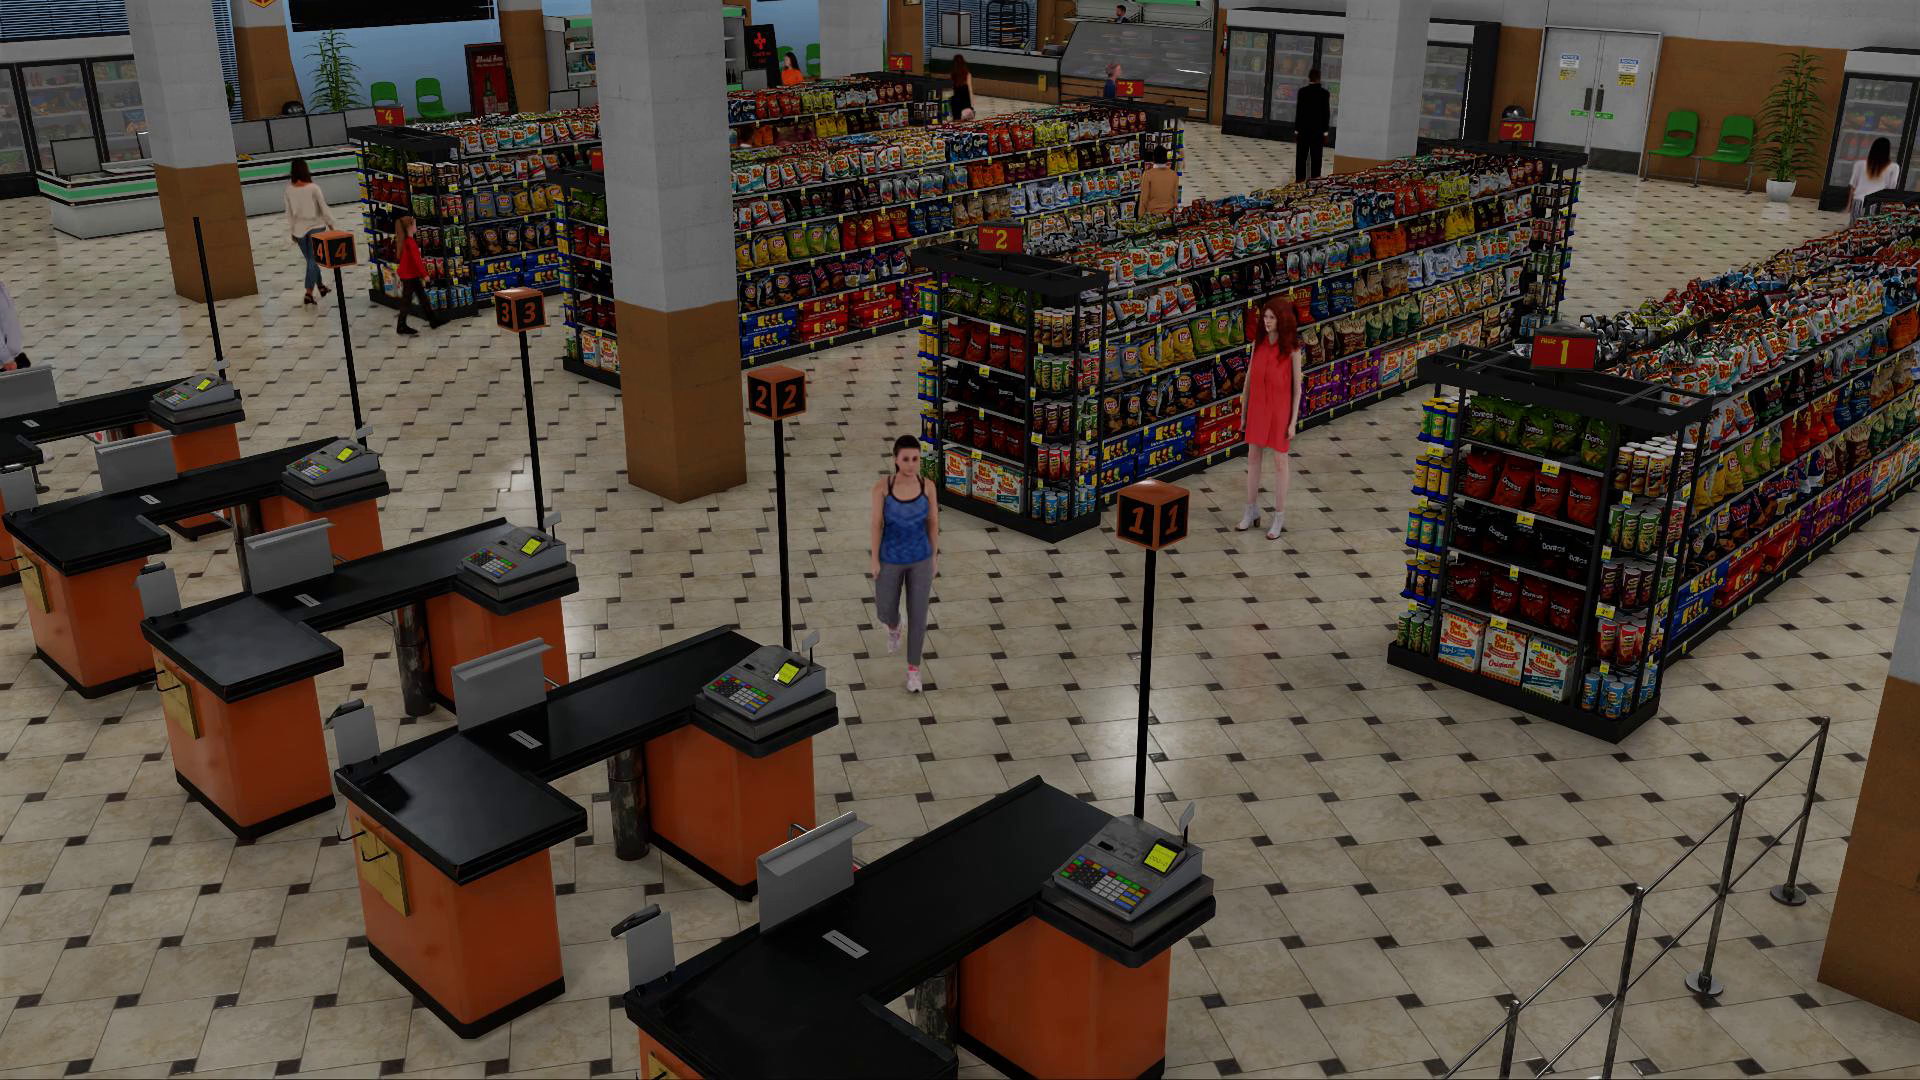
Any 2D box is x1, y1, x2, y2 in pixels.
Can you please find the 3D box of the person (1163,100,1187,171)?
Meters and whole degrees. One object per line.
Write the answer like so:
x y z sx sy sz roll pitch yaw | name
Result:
3.020 -5.492 24.037 1.087 1.655 1.079 -2 22 -6 | person

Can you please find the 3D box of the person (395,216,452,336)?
-6.001 -2.847 17.986 0.881 1.257 0.702 -7 23 -18 | person

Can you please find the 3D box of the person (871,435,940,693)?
-0.348 0.114 10.158 0.885 1.600 0.913 -3 22 -6 | person

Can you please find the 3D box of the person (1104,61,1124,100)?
2.371 -6.813 27.107 1.226 1.816 1.246 3 22 7 | person

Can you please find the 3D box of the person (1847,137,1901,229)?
11.268 -4.137 20.658 0.775 1.659 0.982 14 26 32 | person

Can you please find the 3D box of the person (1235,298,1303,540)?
2.316 -0.909 12.398 0.616 1.826 0.528 17 28 37 | person

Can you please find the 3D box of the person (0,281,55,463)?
-8.057 -1.524 13.814 0.965 1.912 0.900 -4 22 -9 | person

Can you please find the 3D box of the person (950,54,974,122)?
-0.026 -7.677 29.452 0.961 1.672 1.156 7 23 17 | person

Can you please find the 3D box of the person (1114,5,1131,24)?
3.720 -11.421 38.510 0.566 1.864 0.612 -20 29 -41 | person

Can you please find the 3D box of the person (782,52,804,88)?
-2.920 -7.833 29.773 0.745 1.722 0.993 14 26 30 | person

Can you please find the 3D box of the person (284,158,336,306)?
-7.488 -3.495 19.082 0.987 1.642 1.118 2 22 6 | person

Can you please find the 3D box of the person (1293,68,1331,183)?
5.466 -6.370 25.886 0.784 1.904 0.758 9 24 22 | person

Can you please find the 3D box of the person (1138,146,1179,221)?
2.329 -3.749 19.564 0.696 1.754 0.810 -7 23 -16 | person
